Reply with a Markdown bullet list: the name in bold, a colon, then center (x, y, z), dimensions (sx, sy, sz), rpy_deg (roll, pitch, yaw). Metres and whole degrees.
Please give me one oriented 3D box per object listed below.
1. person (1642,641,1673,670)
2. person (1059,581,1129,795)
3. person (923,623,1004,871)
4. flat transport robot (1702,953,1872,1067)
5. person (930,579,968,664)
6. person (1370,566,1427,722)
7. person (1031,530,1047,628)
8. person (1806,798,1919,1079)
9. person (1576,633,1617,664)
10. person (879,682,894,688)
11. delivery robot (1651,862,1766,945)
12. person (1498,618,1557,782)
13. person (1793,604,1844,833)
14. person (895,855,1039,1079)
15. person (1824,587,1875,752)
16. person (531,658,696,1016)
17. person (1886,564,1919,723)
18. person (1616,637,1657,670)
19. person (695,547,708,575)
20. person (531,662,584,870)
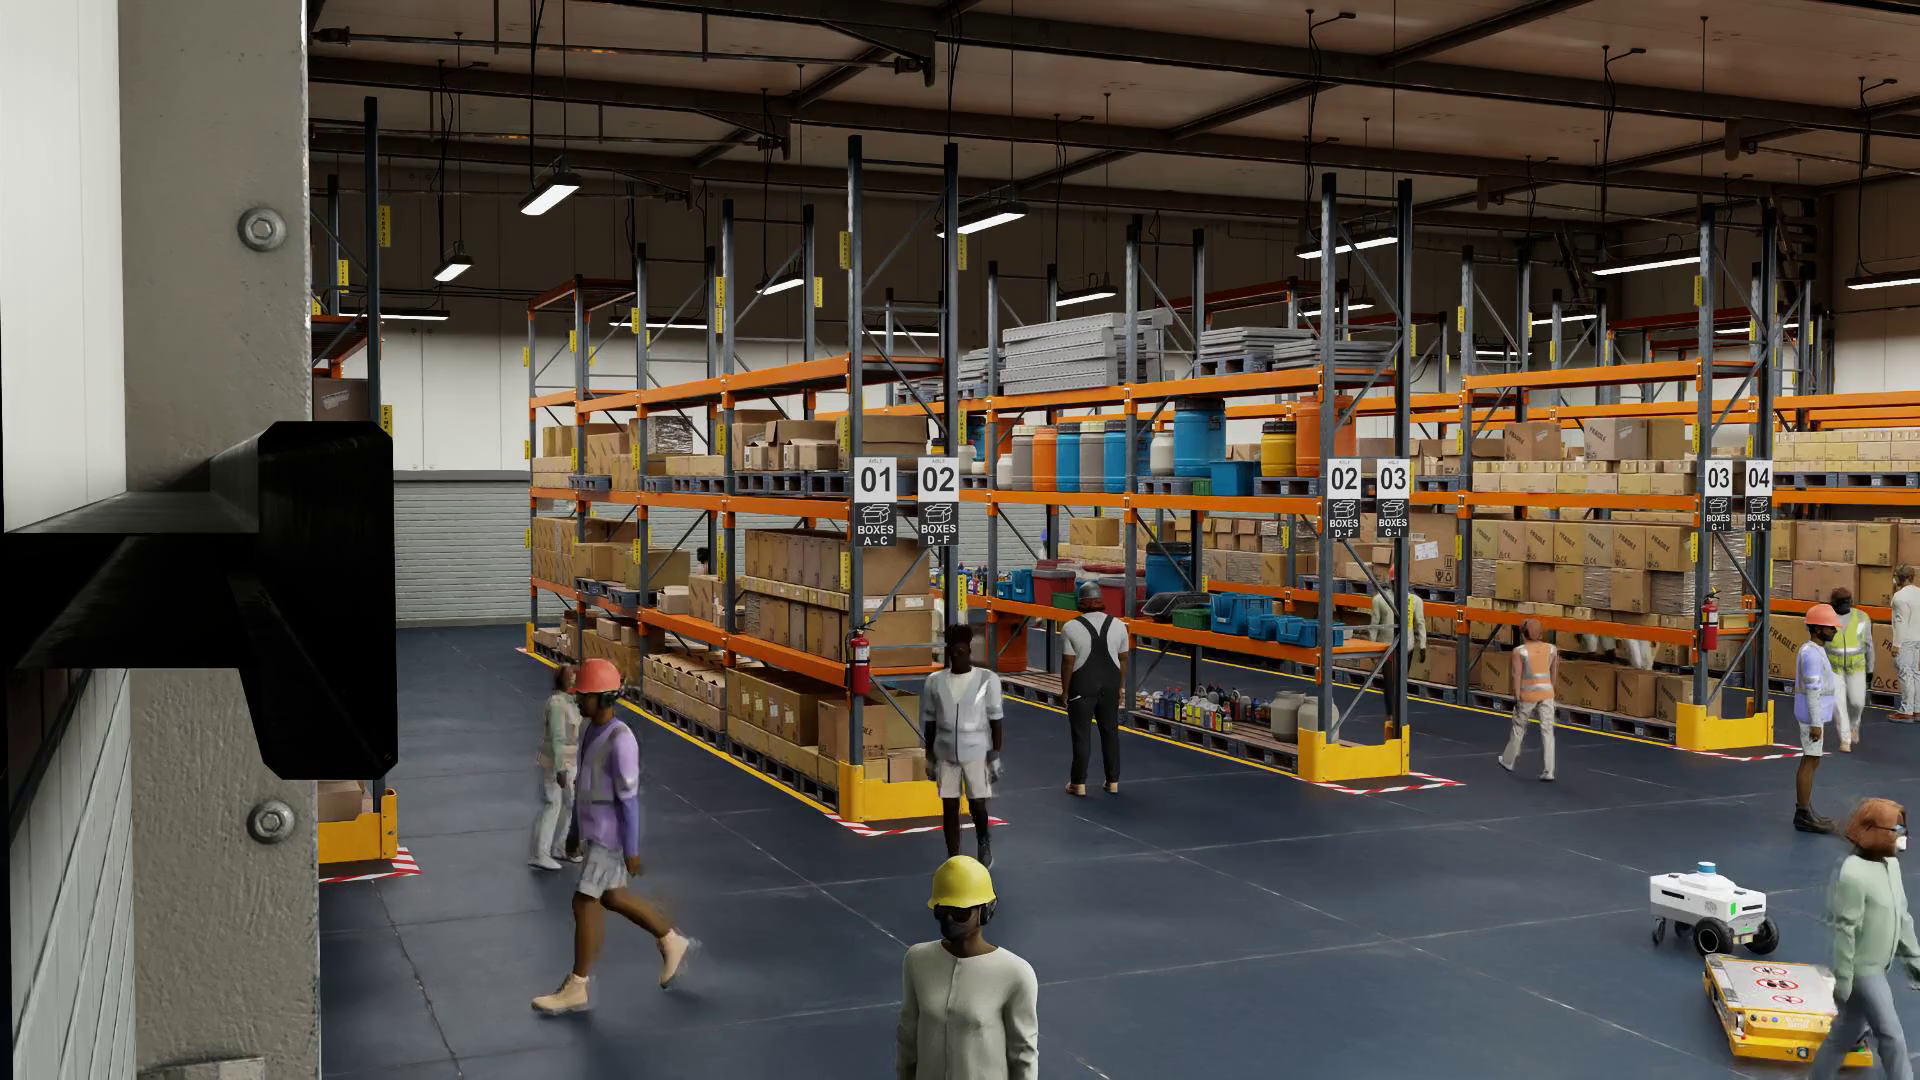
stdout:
- **person**: center (9.459, 1.327, 24.398), dimensions (0.518, 1.595, 0.796), rpy_deg (0, 2, -6)
- **person**: center (1.247, 1.417, 17.141), dimensions (0.673, 2.000, 0.535), rpy_deg (-1, 2, -16)
- **person**: center (0.026, 1.583, 13.317), dimensions (0.626, 1.955, 0.531), rpy_deg (1, 2, 15)
- **flat transport robot**: center (4.530, 2.567, 9.883), dimensions (0.652, 0.197, 1.431), rpy_deg (1, 2, 16)
- **person**: center (-0.077, 1.334, 21.773), dimensions (0.604, 1.809, 0.719), rpy_deg (-1, 2, -28)
- **person**: center (5.249, 1.278, 21.409), dimensions (0.649, 1.939, 1.006), rpy_deg (0, 2, 6)
- **person**: center (1.791, 0.761, 35.239), dimensions (0.819, 1.924, 0.623), rpy_deg (-2, 3, -42)
- **person**: center (4.182, 1.962, 8.080), dimensions (0.831, 1.589, 0.518), rpy_deg (2, 3, 44)
- **person**: center (8.426, 1.150, 23.722), dimensions (0.645, 2.023, 0.440), rpy_deg (-1, 2, -19)
- **person**: center (-0.889, 1.361, 20.860), dimensions (0.575, 1.828, 0.628), rpy_deg (-1, 2, -18)
- **delivery robot**: center (4.801, 2.318, 11.521), dimensions (0.477, 0.478, 0.707), rpy_deg (-1, 2, -26)
- **person**: center (5.717, 1.584, 17.943), dimensions (0.521, 1.599, 0.821), rpy_deg (0, 2, -7)
- **person**: center (7.363, 1.514, 15.376), dimensions (0.373, 1.934, 0.551), rpy_deg (1, 2, 25)
- **person**: center (0.011, 1.954, 6.112), dimensions (0.524, 1.769, 0.314), rpy_deg (1, 2, 24)
- **person**: center (9.719, 1.410, 19.748), dimensions (0.638, 1.813, 0.538), rpy_deg (1, 2, 20)
- **person**: center (-1.983, 1.674, 10.351), dimensions (0.945, 2.019, 0.607), rpy_deg (-1, 2, -28)
- **person**: center (11.611, 1.261, 21.986), dimensions (0.636, 1.936, 0.354), rpy_deg (-2, 3, -41)
- **person**: center (8.882, 1.240, 23.634), dimensions (0.588, 1.861, 0.831), rpy_deg (-1, 2, -14)
- **person**: center (-4.679, 0.960, 33.113), dimensions (0.566, 1.676, 0.539), rpy_deg (-1, 3, -34)
- **person**: center (-3.089, 1.734, 13.758), dimensions (0.490, 1.610, 0.532), rpy_deg (0, 2, 11)
